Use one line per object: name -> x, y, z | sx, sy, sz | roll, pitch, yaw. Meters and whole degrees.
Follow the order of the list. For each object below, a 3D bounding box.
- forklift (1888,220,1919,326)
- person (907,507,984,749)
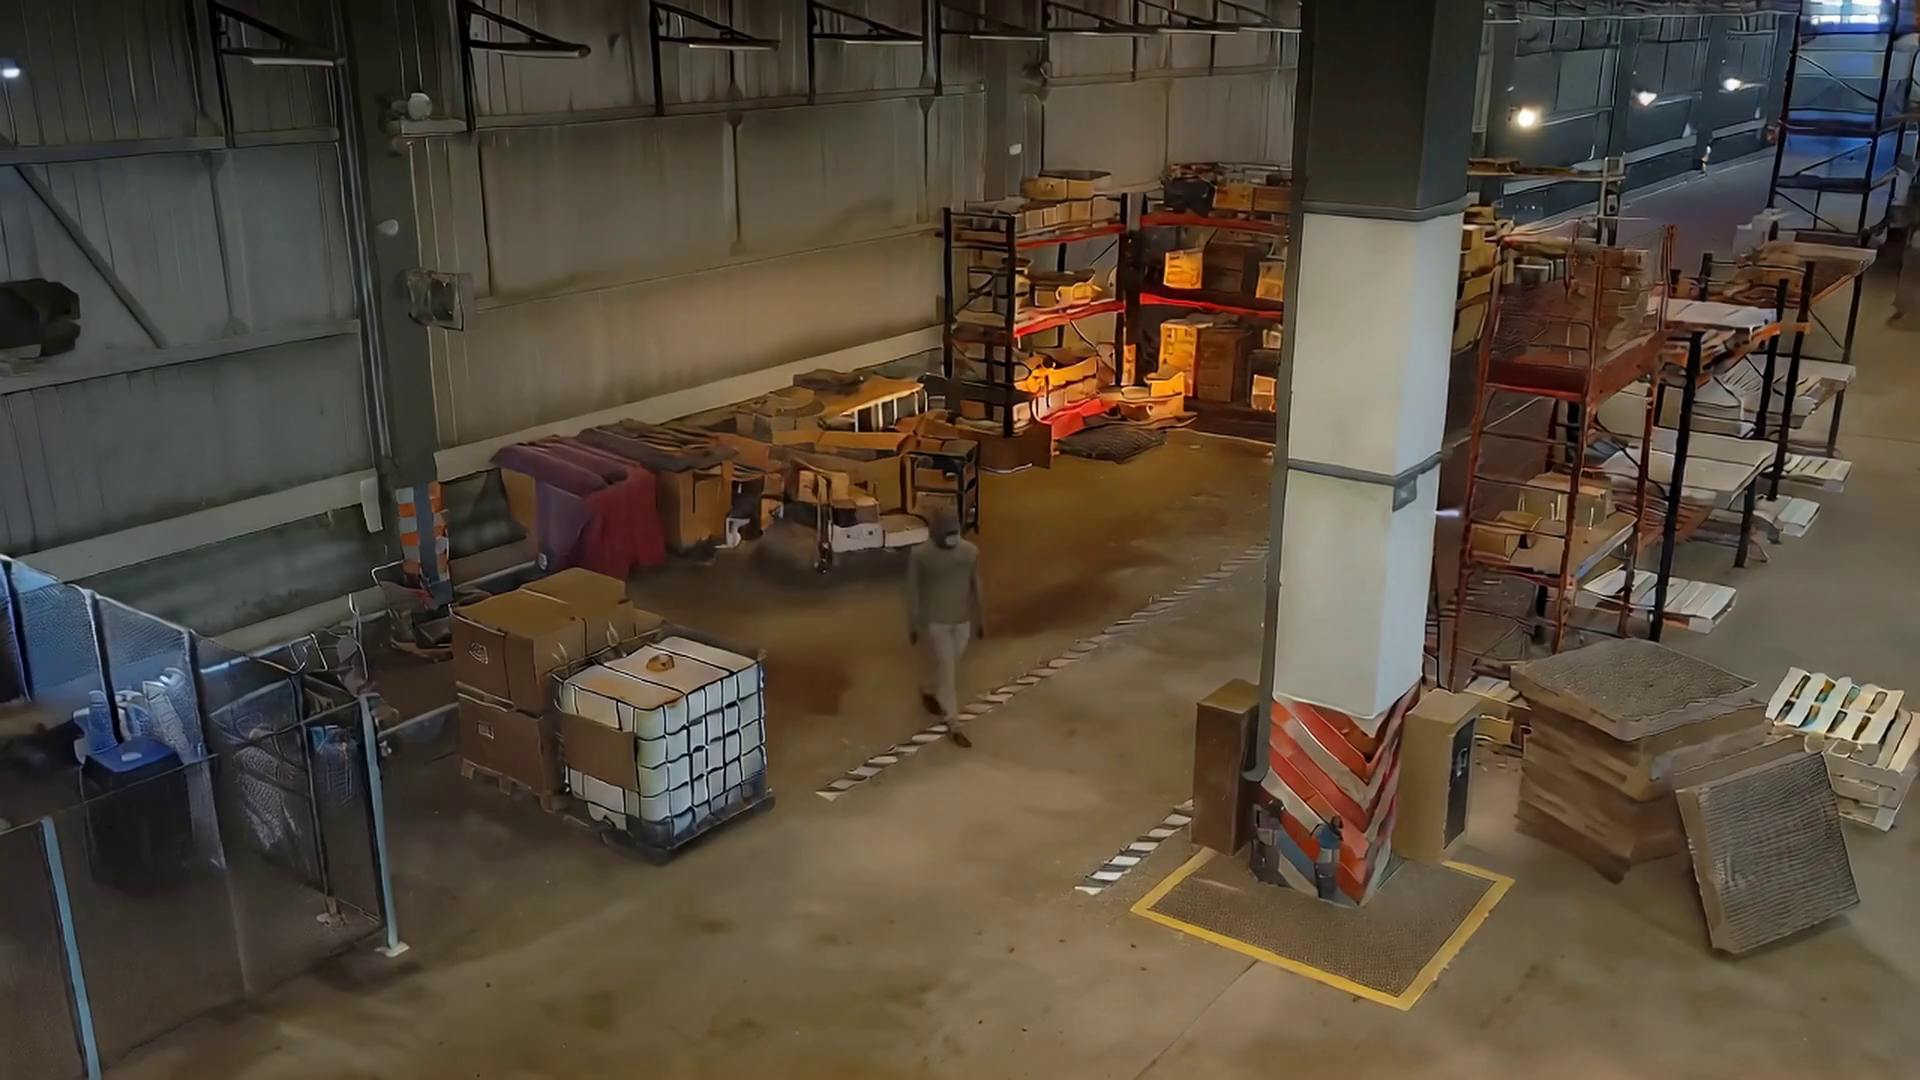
forklift -> 17.631, -5.287, 29.800 | 1.129, 2.768, 1.873 | 13, 22, 34
person -> -0.138, 0.621, 13.274 | 0.640, 1.908, 0.959 | -10, 20, -27
